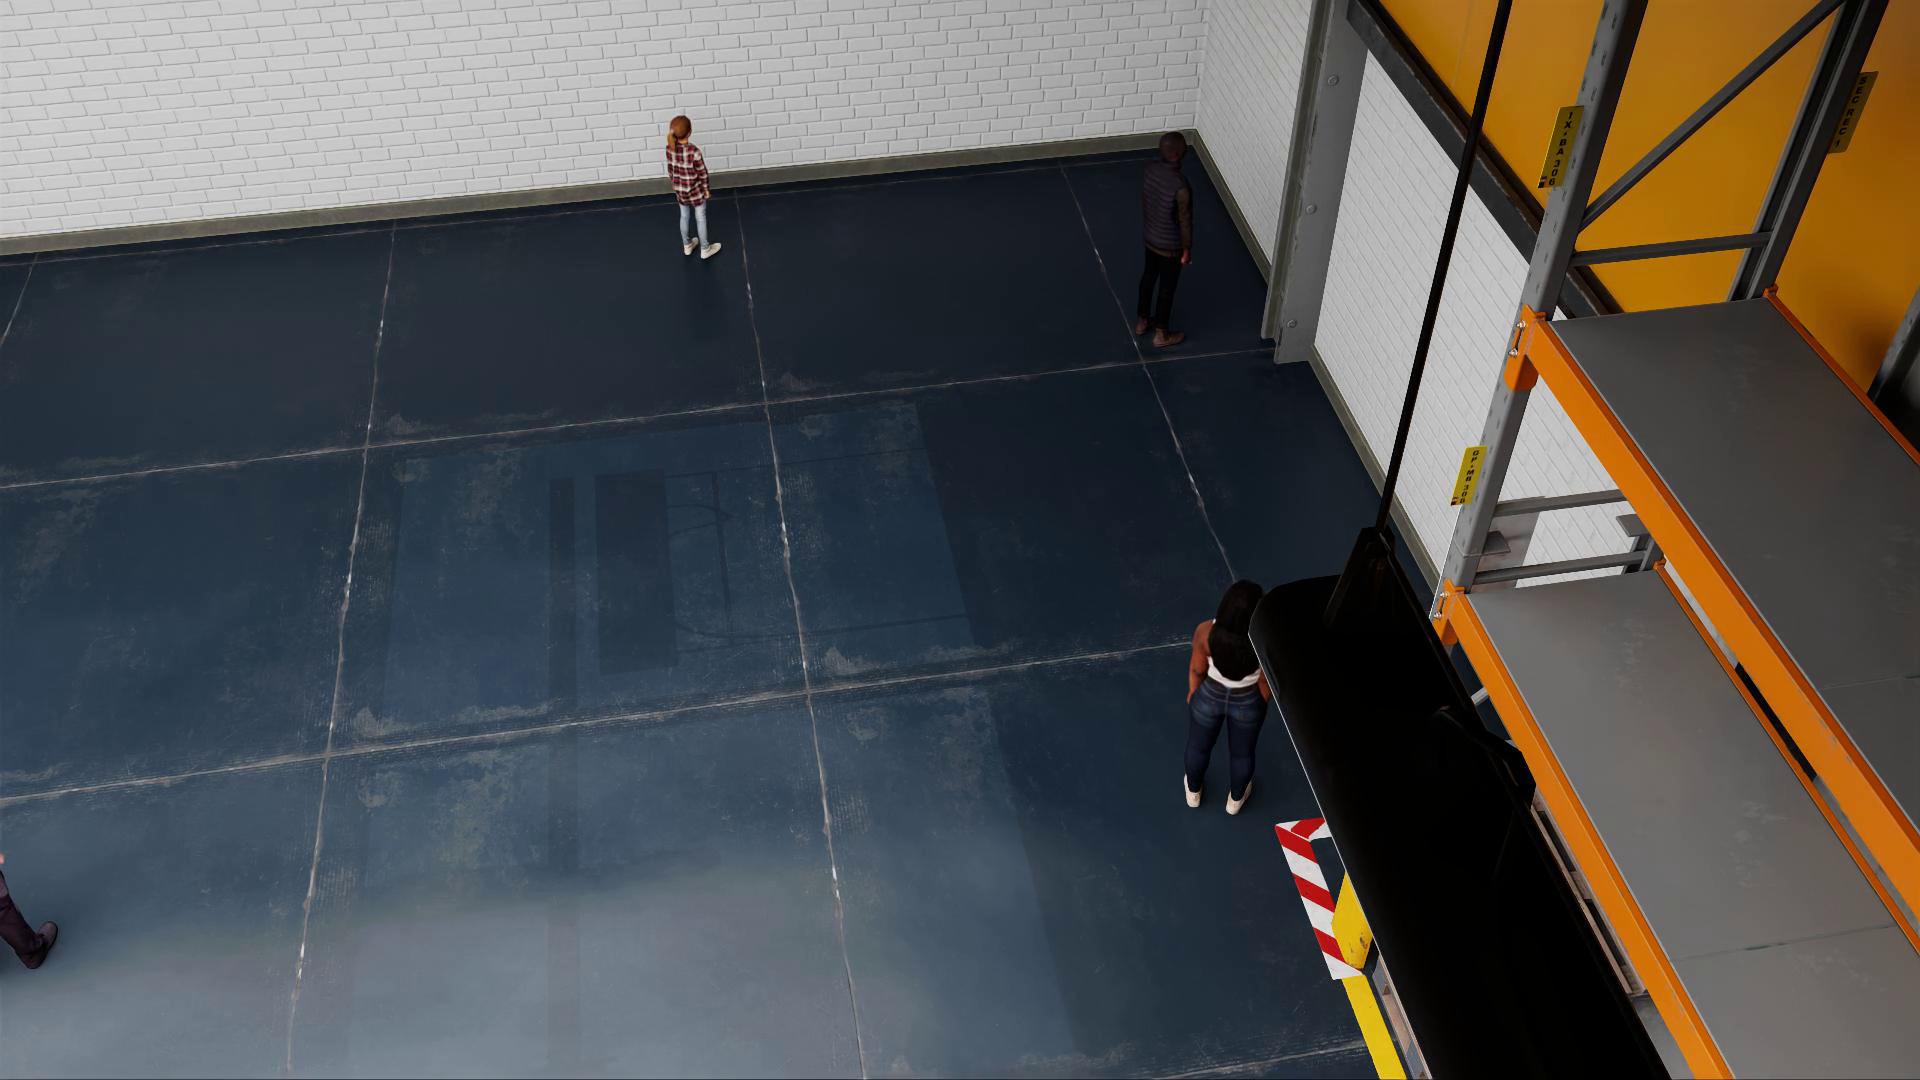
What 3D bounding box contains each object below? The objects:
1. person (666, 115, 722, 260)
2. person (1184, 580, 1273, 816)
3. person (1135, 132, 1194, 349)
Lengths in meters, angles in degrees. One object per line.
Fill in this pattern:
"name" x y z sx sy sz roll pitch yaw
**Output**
"person" -2.259 -2.952 13.888 0.625 1.307 0.670 17 46 17
"person" 1.533 0.908 9.471 0.733 1.810 0.745 11 45 11
"person" 1.577 -2.325 12.846 0.829 1.836 0.674 -25 49 -24
